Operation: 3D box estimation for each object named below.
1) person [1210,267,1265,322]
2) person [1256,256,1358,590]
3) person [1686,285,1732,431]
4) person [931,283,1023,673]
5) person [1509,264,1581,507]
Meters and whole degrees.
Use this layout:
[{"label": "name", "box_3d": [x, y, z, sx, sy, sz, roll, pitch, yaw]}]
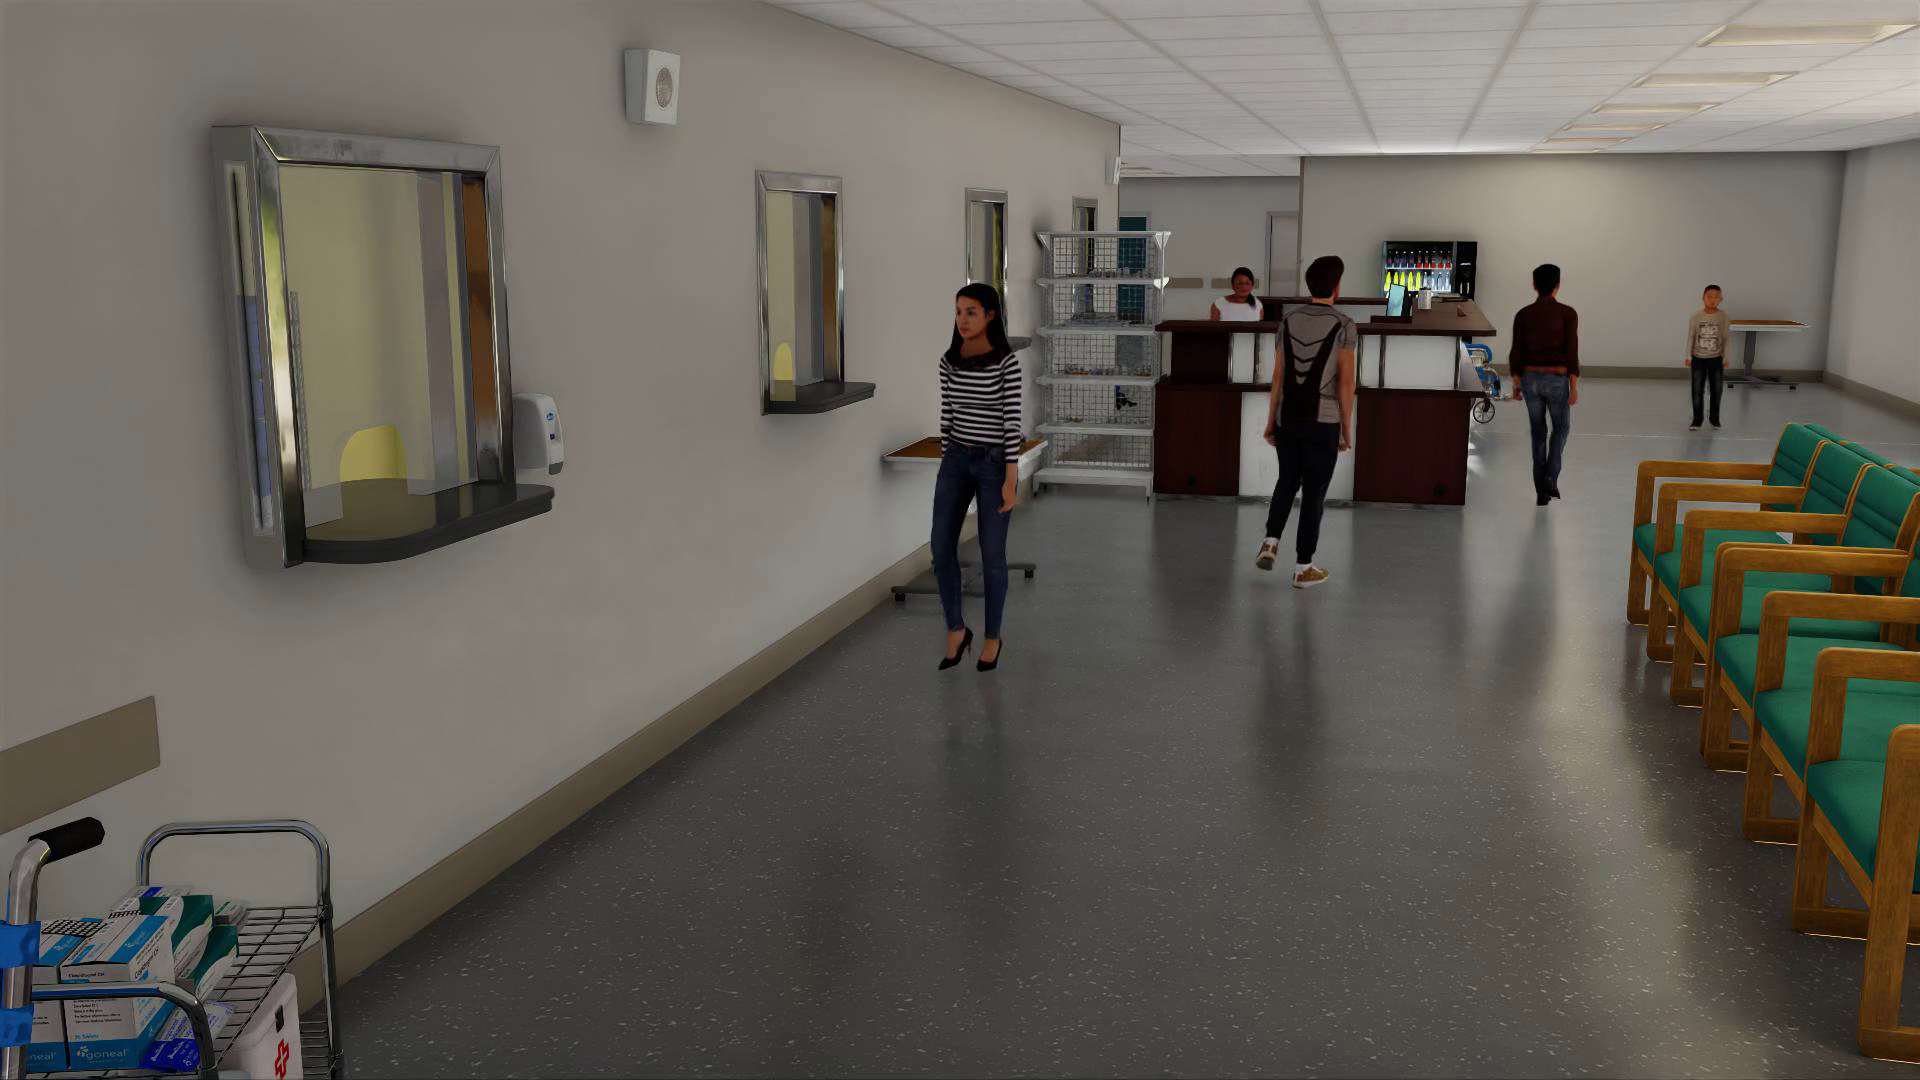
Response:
[{"label": "person", "box_3d": [2.488, -1.606, 15.049, 1.059, 1.649, 0.942, -1, 11, -7]}, {"label": "person", "box_3d": [1.970, -0.665, 9.498, 0.718, 1.869, 0.833, 7, 13, 32]}, {"label": "person", "box_3d": [7.530, -1.835, 16.763, 0.580, 1.460, 0.669, 5, 12, 25]}, {"label": "person", "box_3d": [0.135, -0.271, 7.615, 0.623, 1.782, 0.713, 5, 12, 24]}, {"label": "person", "box_3d": [4.255, -1.113, 12.163, 0.631, 1.757, 0.783, 7, 13, 31]}]
